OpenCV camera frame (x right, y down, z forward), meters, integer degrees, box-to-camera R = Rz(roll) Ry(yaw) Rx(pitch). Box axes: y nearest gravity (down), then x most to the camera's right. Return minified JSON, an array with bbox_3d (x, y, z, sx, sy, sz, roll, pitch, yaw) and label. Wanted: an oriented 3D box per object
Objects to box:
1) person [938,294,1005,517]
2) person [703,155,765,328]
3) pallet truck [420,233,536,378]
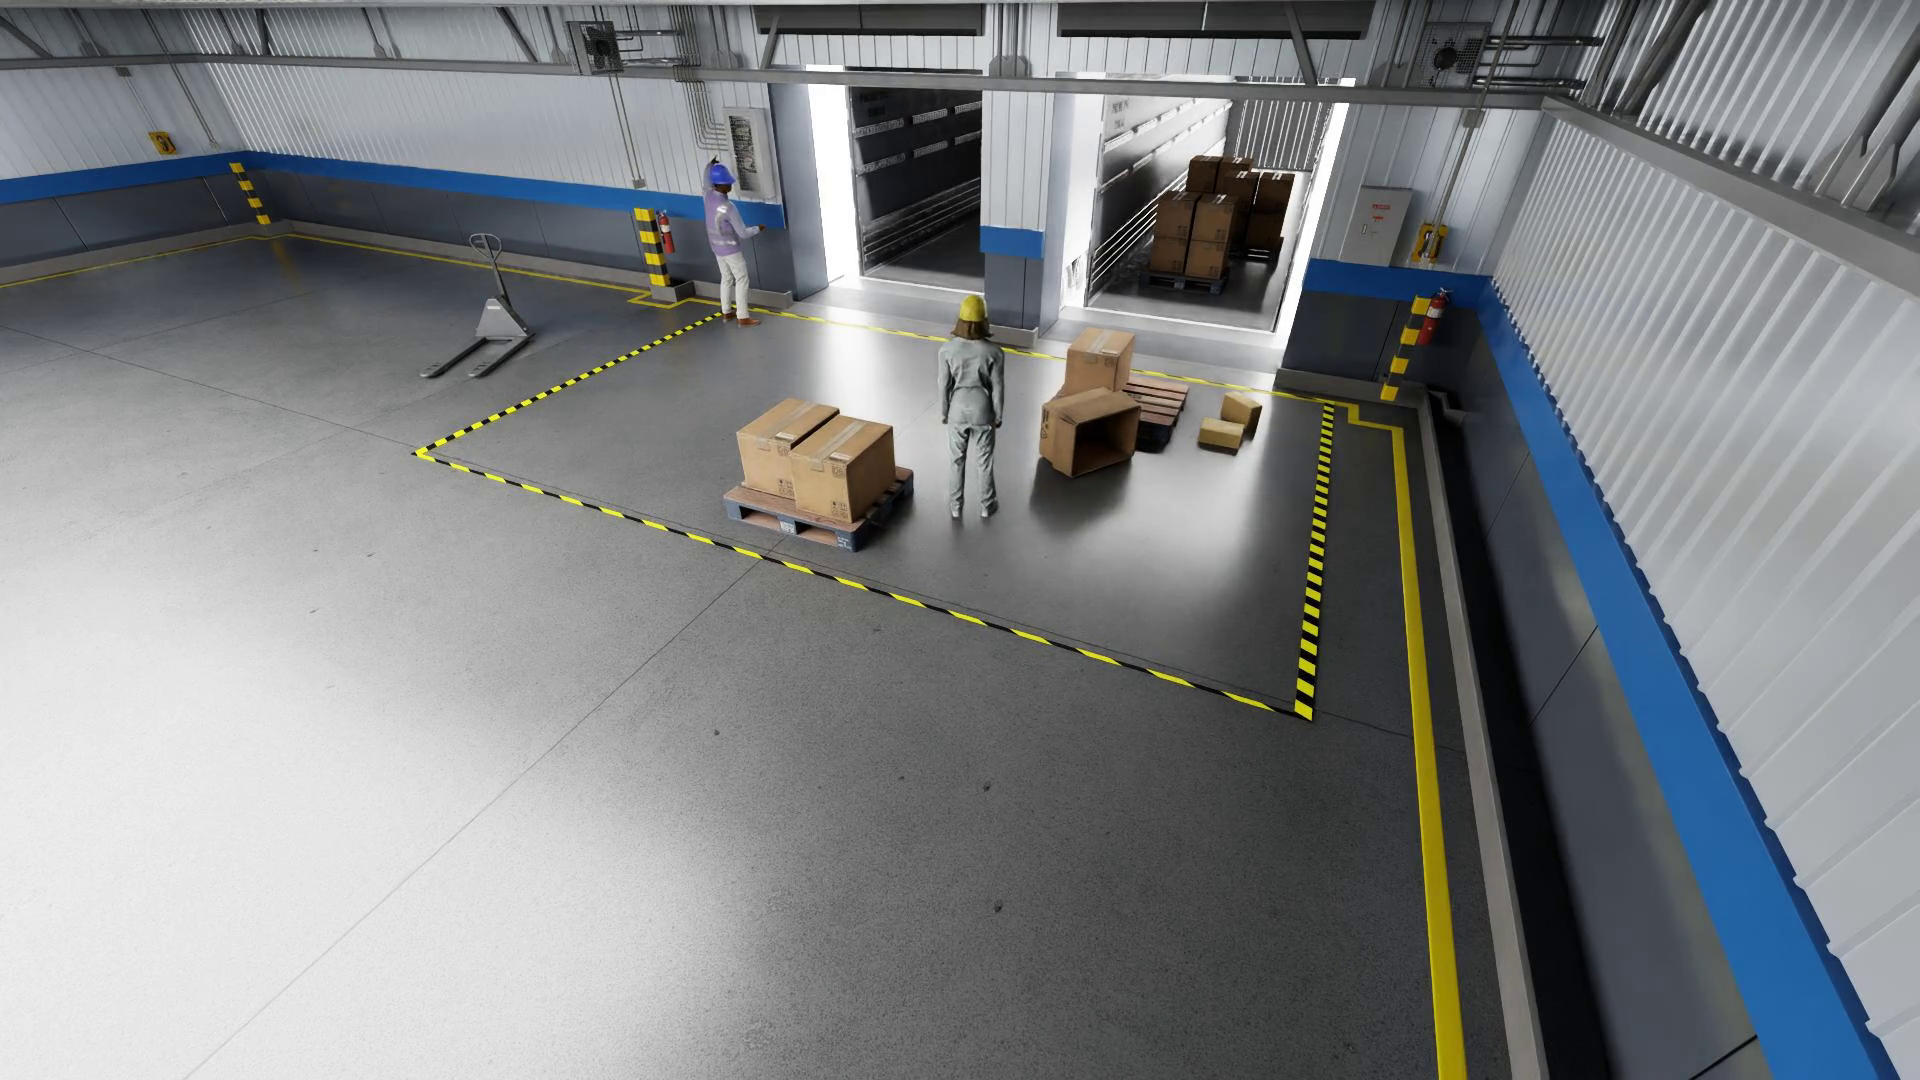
[{"bbox_3d":[0.088,-0.968,5.544,0.492,1.742,0.318,3,36,4],"label":"person"},{"bbox_3d":[-2.933,-3.782,9.356,1.077,1.908,0.683,30,45,35],"label":"person"},{"bbox_3d":[-5.664,-2.712,8.427,0.680,1.201,1.601,0,35,-1],"label":"pallet truck"}]
